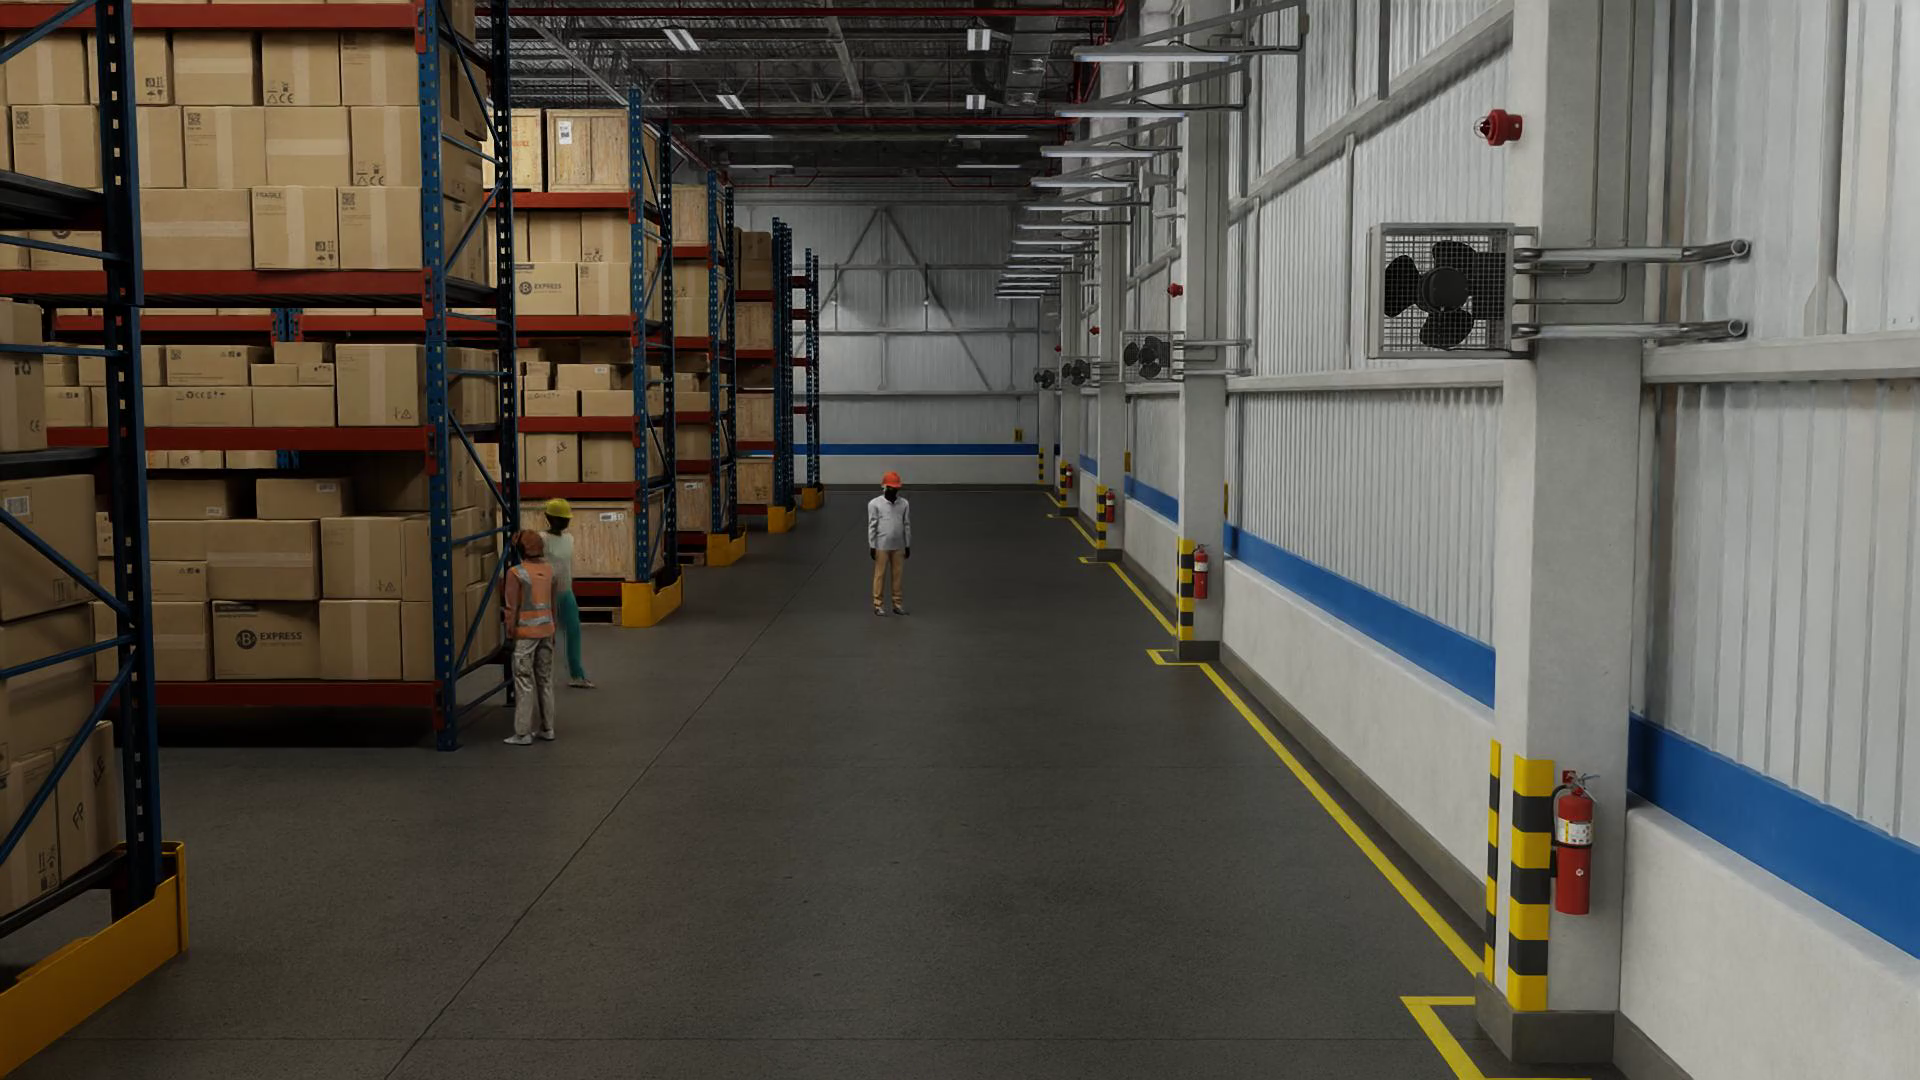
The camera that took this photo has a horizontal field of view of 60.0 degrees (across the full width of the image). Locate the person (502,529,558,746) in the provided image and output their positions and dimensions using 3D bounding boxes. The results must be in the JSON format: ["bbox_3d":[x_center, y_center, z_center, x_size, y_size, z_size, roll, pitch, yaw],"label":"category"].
[{"bbox_3d":[-3.236,0.732,12.581,0.315,1.630,0.528,3,6,29],"label":"person"}]

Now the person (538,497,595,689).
[{"bbox_3d":[-3.692,0.472,14.986,0.756,1.738,0.520,3,6,31],"label":"person"}]

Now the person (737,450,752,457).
[{"bbox_3d":[-5.495,-1.911,42.871,0.872,1.700,0.496,3,6,34],"label":"person"}]

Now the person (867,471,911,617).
[{"bbox_3d":[-0.831,0.049,19.874,0.565,1.745,0.349,-3,6,-30],"label":"person"}]
